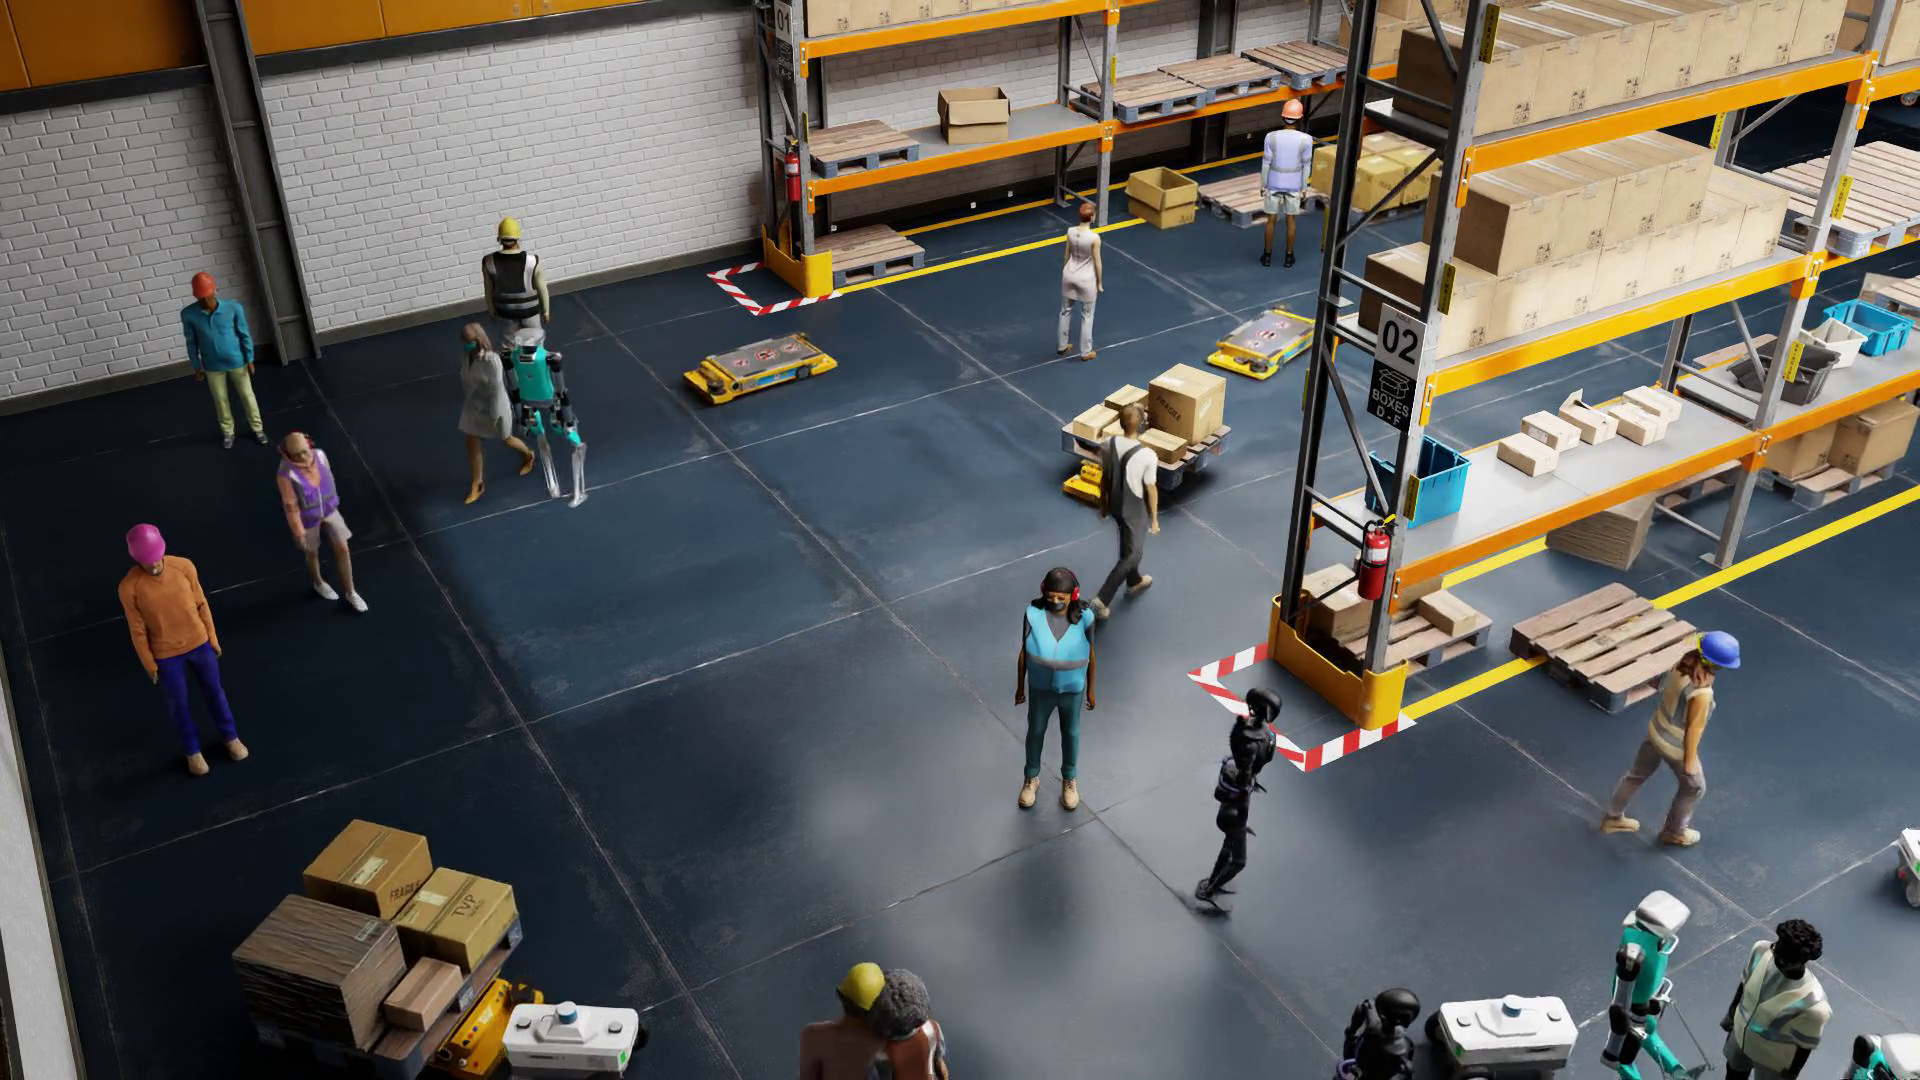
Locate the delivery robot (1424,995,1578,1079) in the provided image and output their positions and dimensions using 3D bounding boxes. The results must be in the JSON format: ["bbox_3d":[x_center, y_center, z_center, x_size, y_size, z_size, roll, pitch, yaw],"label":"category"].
[{"bbox_3d":[3.045,2.790,9.341,0.741,0.569,0.507,-2,32,-3],"label":"delivery robot"}]

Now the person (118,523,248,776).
[{"bbox_3d":[-5.323,0.727,11.326,0.517,1.974,0.398,-25,40,-34],"label":"person"}]

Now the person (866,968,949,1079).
[{"bbox_3d":[-0.229,2.843,8.223,0.467,1.663,0.530,-13,34,-19],"label":"person"}]

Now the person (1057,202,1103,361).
[{"bbox_3d":[1.233,-2.642,16.996,0.435,1.650,0.309,22,38,30],"label":"person"}]

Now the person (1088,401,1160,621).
[{"bbox_3d":[1.290,-0.233,12.993,0.832,1.820,0.515,-28,41,-36],"label":"person"}]

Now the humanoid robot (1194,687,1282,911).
[{"bbox_3d":[1.716,1.568,10.270,0.392,1.642,0.602,9,33,14],"label":"humanoid robot"}]

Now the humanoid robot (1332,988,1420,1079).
[{"bbox_3d":[2.035,2.808,8.280,0.306,1.655,0.615,-9,33,-14],"label":"humanoid robot"}]

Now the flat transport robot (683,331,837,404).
[{"bbox_3d":[-2.026,-1.758,16.888,1.431,0.231,0.659,-21,38,-29],"label":"flat transport robot"}]

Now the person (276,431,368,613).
[{"bbox_3d":[-5.038,-0.153,13.024,0.737,1.638,0.504,24,40,33],"label":"person"}]

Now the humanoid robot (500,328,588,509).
[{"bbox_3d":[-3.583,-1.133,14.503,0.549,1.748,0.757,3,32,5],"label":"humanoid robot"}]

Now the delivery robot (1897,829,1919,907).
[{"bbox_3d":[6.361,2.072,10.529,0.786,0.614,0.523,4,32,6],"label":"delivery robot"}]

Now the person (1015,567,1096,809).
[{"bbox_3d":[0.637,0.971,11.032,0.541,1.864,0.372,3,32,5],"label":"person"}]

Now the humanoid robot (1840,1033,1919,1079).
[{"bbox_3d":[4.045,3.026,7.876,0.948,1.751,0.544,-5,32,-9],"label":"humanoid robot"}]

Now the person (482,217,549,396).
[{"bbox_3d":[-4.303,-2.259,16.229,0.601,1.818,0.403,-4,32,-6],"label":"person"}]

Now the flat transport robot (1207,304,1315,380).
[{"bbox_3d":[3.248,-2.078,17.398,0.659,0.231,1.431,23,39,32],"label":"flat transport robot"}]

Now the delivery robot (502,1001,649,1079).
[{"bbox_3d":[-2.144,2.828,9.305,0.781,0.595,0.499,2,32,3],"label":"delivery robot"}]

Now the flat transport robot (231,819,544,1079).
[{"bbox_3d":[-3.247,2.712,9.758,1.431,0.231,0.659,10,34,16],"label":"flat transport robot"}]

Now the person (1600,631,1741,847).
[{"bbox_3d":[4.627,1.287,10.646,0.697,1.732,0.543,1,32,2],"label":"person"}]

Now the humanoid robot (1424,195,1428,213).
[{"bbox_3d":[5.162,-2.931,17.363,0.762,1.761,0.535,-18,36,-26],"label":"humanoid robot"}]

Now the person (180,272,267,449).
[{"bbox_3d":[-6.796,-1.656,15.331,0.567,1.747,0.339,-9,33,-15],"label":"person"}]

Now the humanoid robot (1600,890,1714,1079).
[{"bbox_3d":[3.617,2.607,8.561,0.667,1.810,0.557,24,39,33],"label":"humanoid robot"}]

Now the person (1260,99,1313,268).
[{"bbox_3d":[3.702,-4.067,19.000,0.546,1.936,0.376,6,33,10],"label":"person"}]

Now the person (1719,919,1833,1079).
[{"bbox_3d":[4.156,2.602,8.597,0.319,1.691,0.535,-8,33,-13],"label":"person"}]

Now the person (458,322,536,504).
[{"bbox_3d":[-4.147,-1.180,14.673,0.482,1.626,0.793,13,34,19],"label":"person"}]

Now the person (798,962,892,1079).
[{"bbox_3d":[-0.531,2.739,8.327,0.542,1.736,0.607,0,32,0],"label":"person"}]

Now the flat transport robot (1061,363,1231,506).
[{"bbox_3d":[1.626,-0.695,15.192,0.659,0.231,1.431,23,39,32],"label":"flat transport robot"}]
